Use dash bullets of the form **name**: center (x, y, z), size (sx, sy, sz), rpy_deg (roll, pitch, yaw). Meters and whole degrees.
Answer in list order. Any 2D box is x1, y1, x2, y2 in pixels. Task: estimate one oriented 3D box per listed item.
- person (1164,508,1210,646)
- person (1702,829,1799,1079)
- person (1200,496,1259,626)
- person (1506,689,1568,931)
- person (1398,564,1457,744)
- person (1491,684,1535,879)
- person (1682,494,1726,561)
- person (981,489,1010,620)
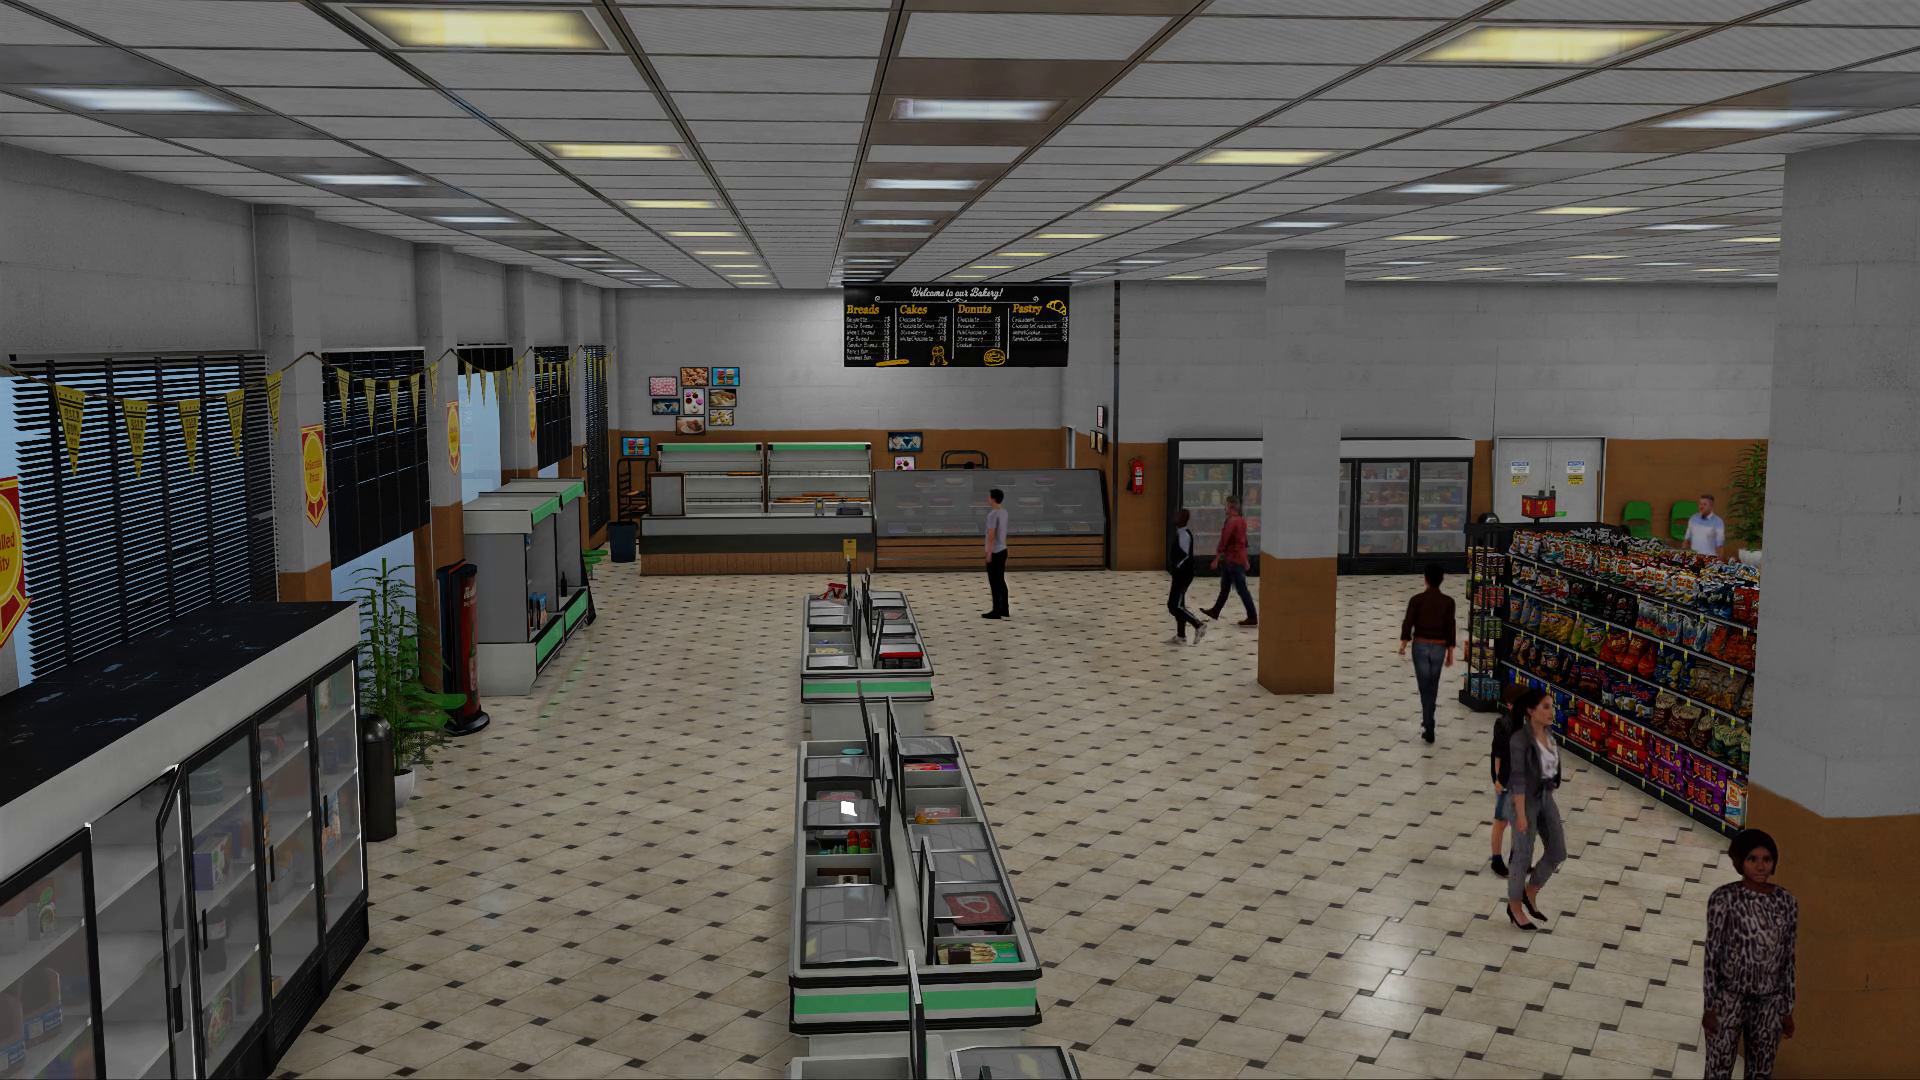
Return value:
- **person**: center (2.982, 0.495, 21.696), size (0.876, 1.812, 0.871), rpy_deg (2, 7, 14)
- **person**: center (3.731, 2.213, 7.895), size (0.626, 1.713, 0.632), rpy_deg (1, 7, 8)
- **person**: center (3.933, 0.326, 23.215), size (1.163, 1.784, 1.218), rpy_deg (4, 8, 27)
- **person**: center (3.827, 1.821, 11.345), size (0.741, 1.663, 0.766), rpy_deg (-5, 9, -38)
- **person**: center (4.690, 1.154, 16.560), size (0.742, 1.736, 1.085), rpy_deg (0, 7, 1)
- **person**: center (4.165, 1.791, 12.494), size (0.598, 1.446, 0.604), rpy_deg (-3, 8, -24)
- **person**: center (10.674, 0.262, 23.753), size (1.038, 1.780, 1.234), rpy_deg (-3, 8, -25)
- **person**: center (0.539, 0.195, 23.969), size (0.798, 1.863, 0.676), rpy_deg (3, 8, 24)
